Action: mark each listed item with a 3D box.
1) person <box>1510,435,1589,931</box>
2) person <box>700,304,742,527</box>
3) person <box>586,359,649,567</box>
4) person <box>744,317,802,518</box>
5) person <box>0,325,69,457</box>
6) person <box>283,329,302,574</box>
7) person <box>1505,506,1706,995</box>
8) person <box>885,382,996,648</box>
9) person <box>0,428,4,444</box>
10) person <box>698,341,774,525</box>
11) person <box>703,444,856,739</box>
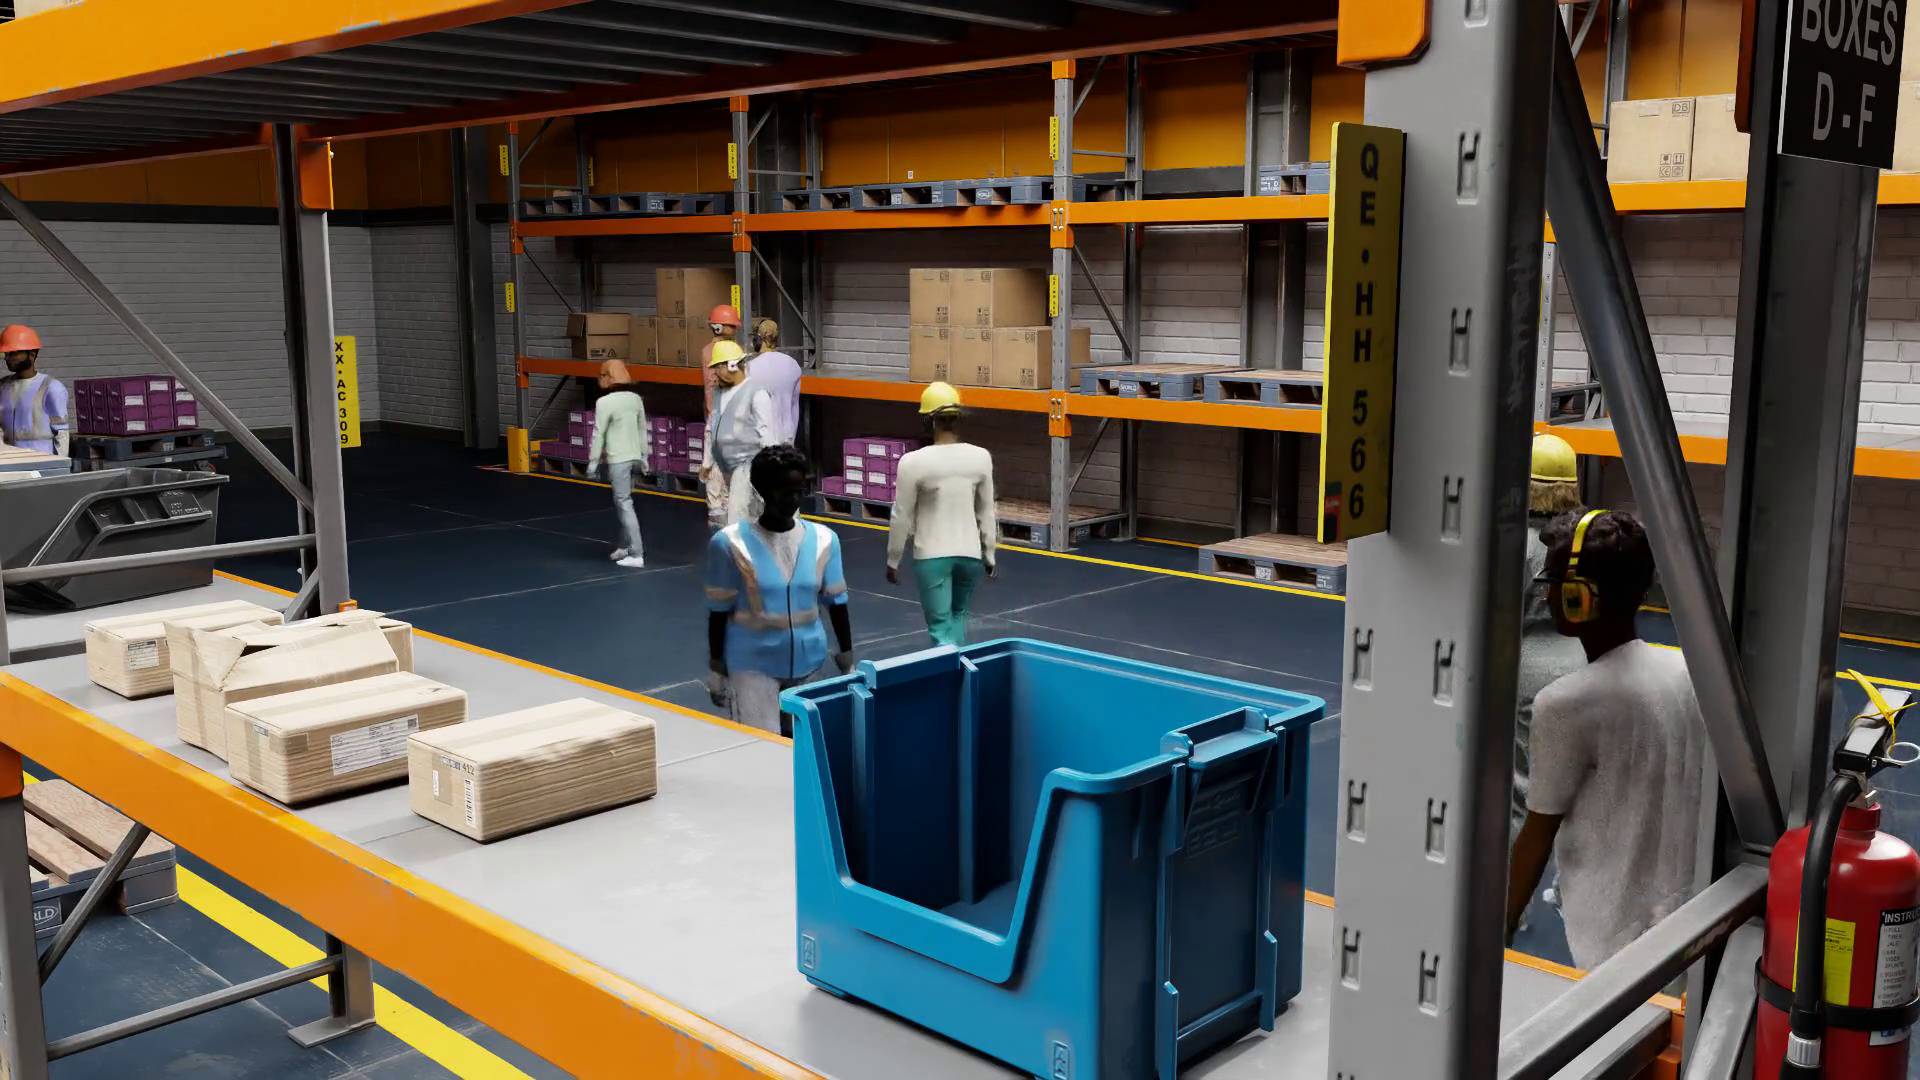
[{"bbox_3d":[2.026,0.501,5.851,0.487,1.744,0.312,-2,10,-14],"label":"person"},{"bbox_3d":[-2.139,-1.125,15.049,0.375,1.996,0.611,2,9,12],"label":"person"},{"bbox_3d":[-2.691,-0.598,12.961,0.573,1.611,0.513,4,10,25],"label":"person"},{"bbox_3d":[-1.489,-0.756,12.960,0.371,1.941,0.627,6,11,34],"label":"person"},{"bbox_3d":[-6.364,-0.500,11.390,0.545,1.939,0.354,2,9,11],"label":"person"},{"bbox_3d":[-4.916,-0.701,12.703,0.376,1.911,0.597,-2,10,-14],"label":"person"},{"bbox_3d":[1.308,0.835,3.553,0.513,1.818,0.944,-7,12,-38],"label":"person"},{"bbox_3d":[-0.119,0.075,8.437,0.545,1.743,0.662,-5,11,-29],"label":"person"},{"bbox_3d":[-6.428,-0.344,10.688,0.963,1.861,0.599,2,9,10],"label":"person"},{"bbox_3d":[-1.697,-0.547,12.143,0.802,1.785,0.589,-8,13,-42],"label":"person"},{"bbox_3d":[-0.620,0.489,6.104,0.552,1.669,0.697,-5,11,-30],"label":"person"}]
